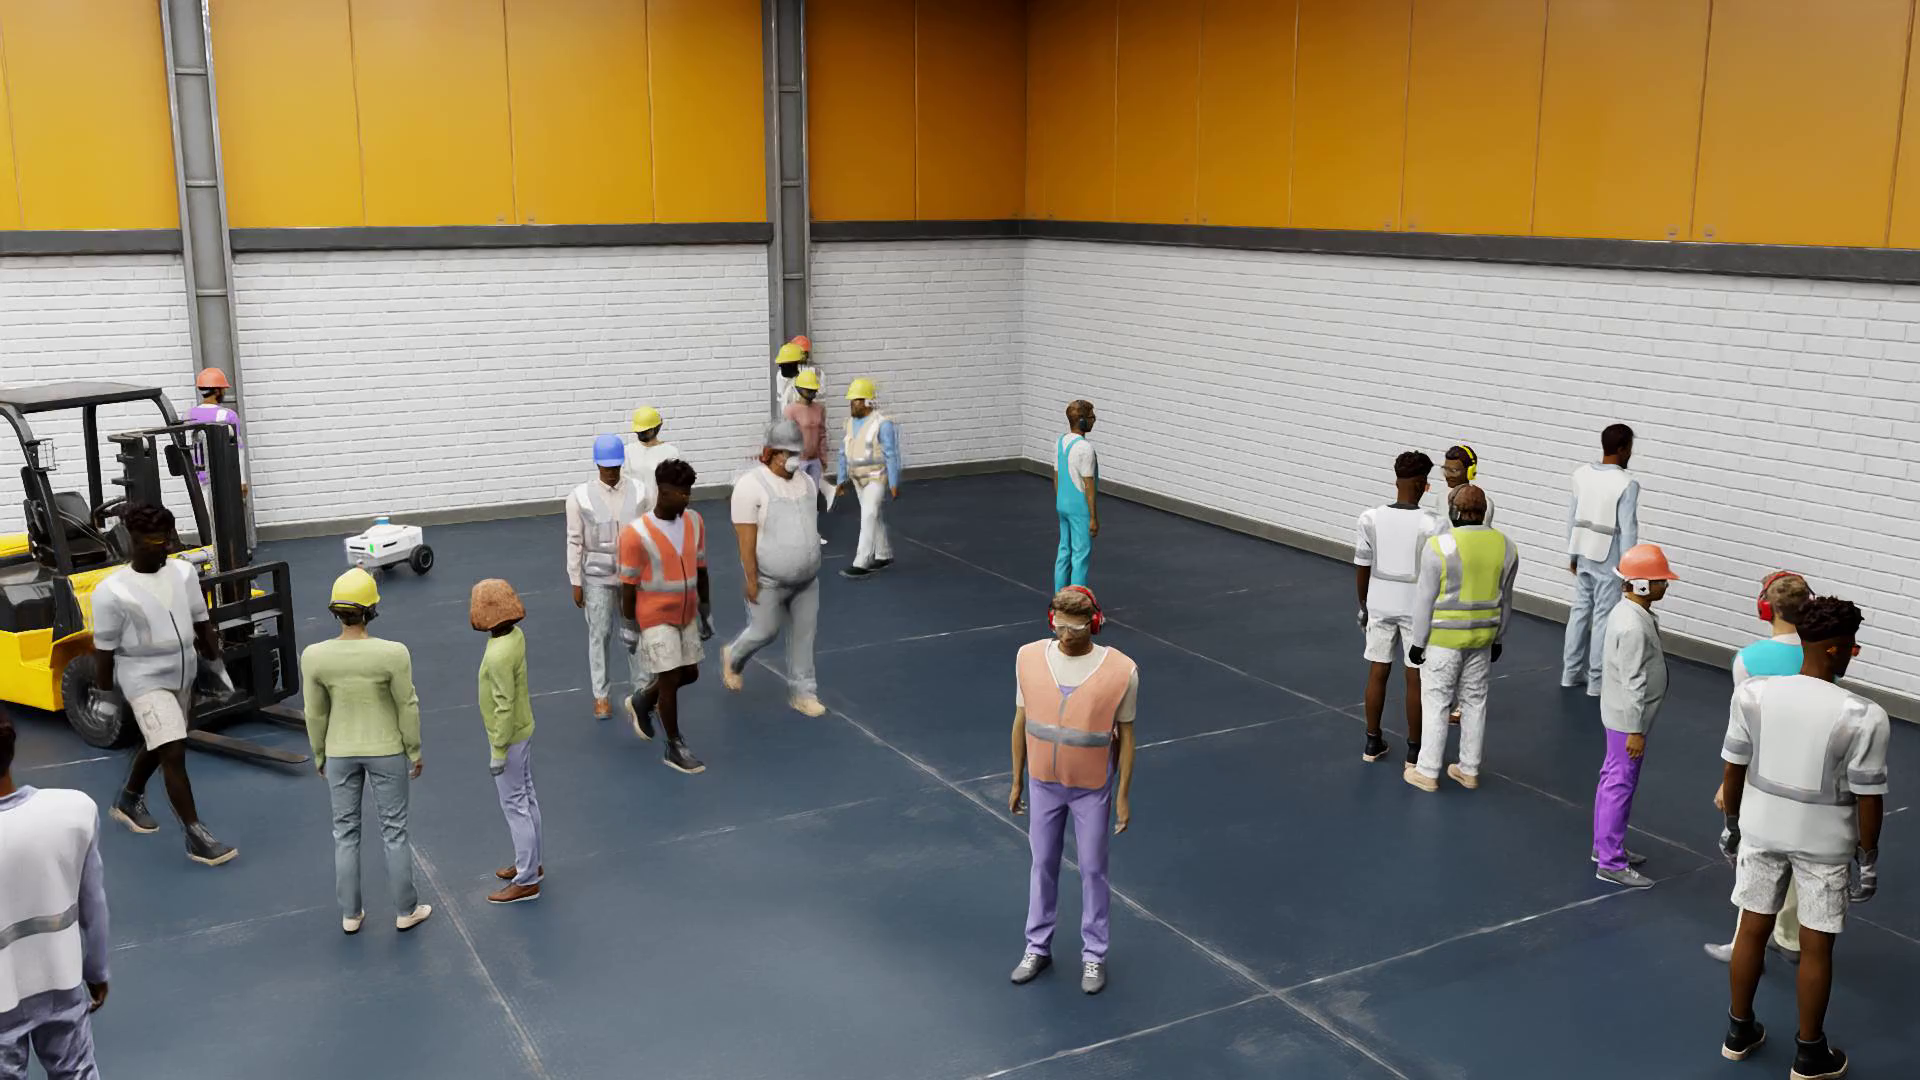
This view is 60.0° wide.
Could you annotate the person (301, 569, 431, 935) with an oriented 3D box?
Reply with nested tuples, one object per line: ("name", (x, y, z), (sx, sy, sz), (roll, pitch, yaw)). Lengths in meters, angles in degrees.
("person", (-2.814, 1.007, 7.889), (0.524, 1.770, 0.315), (-1, 12, -3))

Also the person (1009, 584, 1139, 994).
("person", (0.499, 1.083, 7.358), (0.563, 1.840, 0.388), (4, 13, 19))

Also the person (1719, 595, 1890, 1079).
("person", (3.340, 1.178, 6.619), (0.362, 1.962, 0.614), (-11, 16, -41))

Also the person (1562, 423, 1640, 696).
("person", (4.471, 0.136, 11.619), (0.373, 1.914, 0.596), (-5, 13, -20))

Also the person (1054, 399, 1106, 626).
("person", (0.952, -0.214, 13.422), (0.343, 1.847, 0.506), (-7, 14, -29))

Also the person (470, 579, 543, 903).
("person", (-2.256, 0.991, 8.278), (0.266, 1.631, 0.507), (-1, 12, -6))

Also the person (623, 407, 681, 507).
("person", (-2.541, -0.230, 13.711), (0.525, 1.759, 0.337), (4, 13, 16))

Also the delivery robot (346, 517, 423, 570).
("delivery robot", (-5.219, 0.033, 15.089), (0.477, 0.478, 0.707), (5, 13, 22))

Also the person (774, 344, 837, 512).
("person", (-1.672, -1.140, 17.618), (0.727, 1.904, 0.587), (-3, 12, -15))

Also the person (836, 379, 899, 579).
("person", (-0.892, -0.551, 15.084), (0.816, 1.807, 0.631), (-11, 16, -43))

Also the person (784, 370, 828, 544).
("person", (-1.502, -0.793, 16.354), (0.337, 1.756, 0.520), (10, 16, 40))

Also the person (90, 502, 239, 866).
("person", (-4.272, 0.727, 8.879), (1.049, 1.909, 0.606), (5, 13, 21))

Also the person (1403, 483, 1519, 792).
("person", (2.930, 0.577, 9.767), (0.638, 1.830, 0.429), (-4, 13, -17))

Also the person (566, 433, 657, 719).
("person", (-2.301, 0.239, 11.102), (0.615, 1.937, 0.422), (-5, 13, -24))

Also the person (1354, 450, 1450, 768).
("person", (2.710, 0.424, 10.169), (0.602, 1.958, 0.381), (9, 15, 36))

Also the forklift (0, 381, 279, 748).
("forklift", (-5.853, 0.085, 11.199), (2.313, 2.155, 1.214), (7, 14, 28))

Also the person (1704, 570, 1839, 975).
("person", (3.676, 1.056, 7.480), (0.564, 1.841, 0.391), (-4, 13, -19))

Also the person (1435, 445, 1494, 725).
("person", (3.295, 0.290, 11.038), (0.328, 1.862, 0.505), (-7, 14, -28))

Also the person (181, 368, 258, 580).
("person", (-6.642, -0.574, 14.898), (0.549, 1.933, 0.373), (2, 12, 9))

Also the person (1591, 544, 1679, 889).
("person", (3.438, 0.881, 8.500), (0.320, 1.755, 0.563), (4, 13, 17))

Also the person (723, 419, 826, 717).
("person", (-1.249, 0.155, 11.236), (0.683, 2.000, 0.783), (-10, 16, -40))

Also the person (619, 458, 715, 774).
("person", (-1.835, 0.436, 10.156), (0.699, 1.935, 0.621), (10, 15, 38))

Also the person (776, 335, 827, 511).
("person", (-1.729, -1.268, 18.185), (0.539, 1.930, 0.394), (-2, 12, -11))

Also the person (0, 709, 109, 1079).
("person", (-3.050, 1.467, 5.401), (0.387, 1.912, 0.590), (10, 16, 39))
